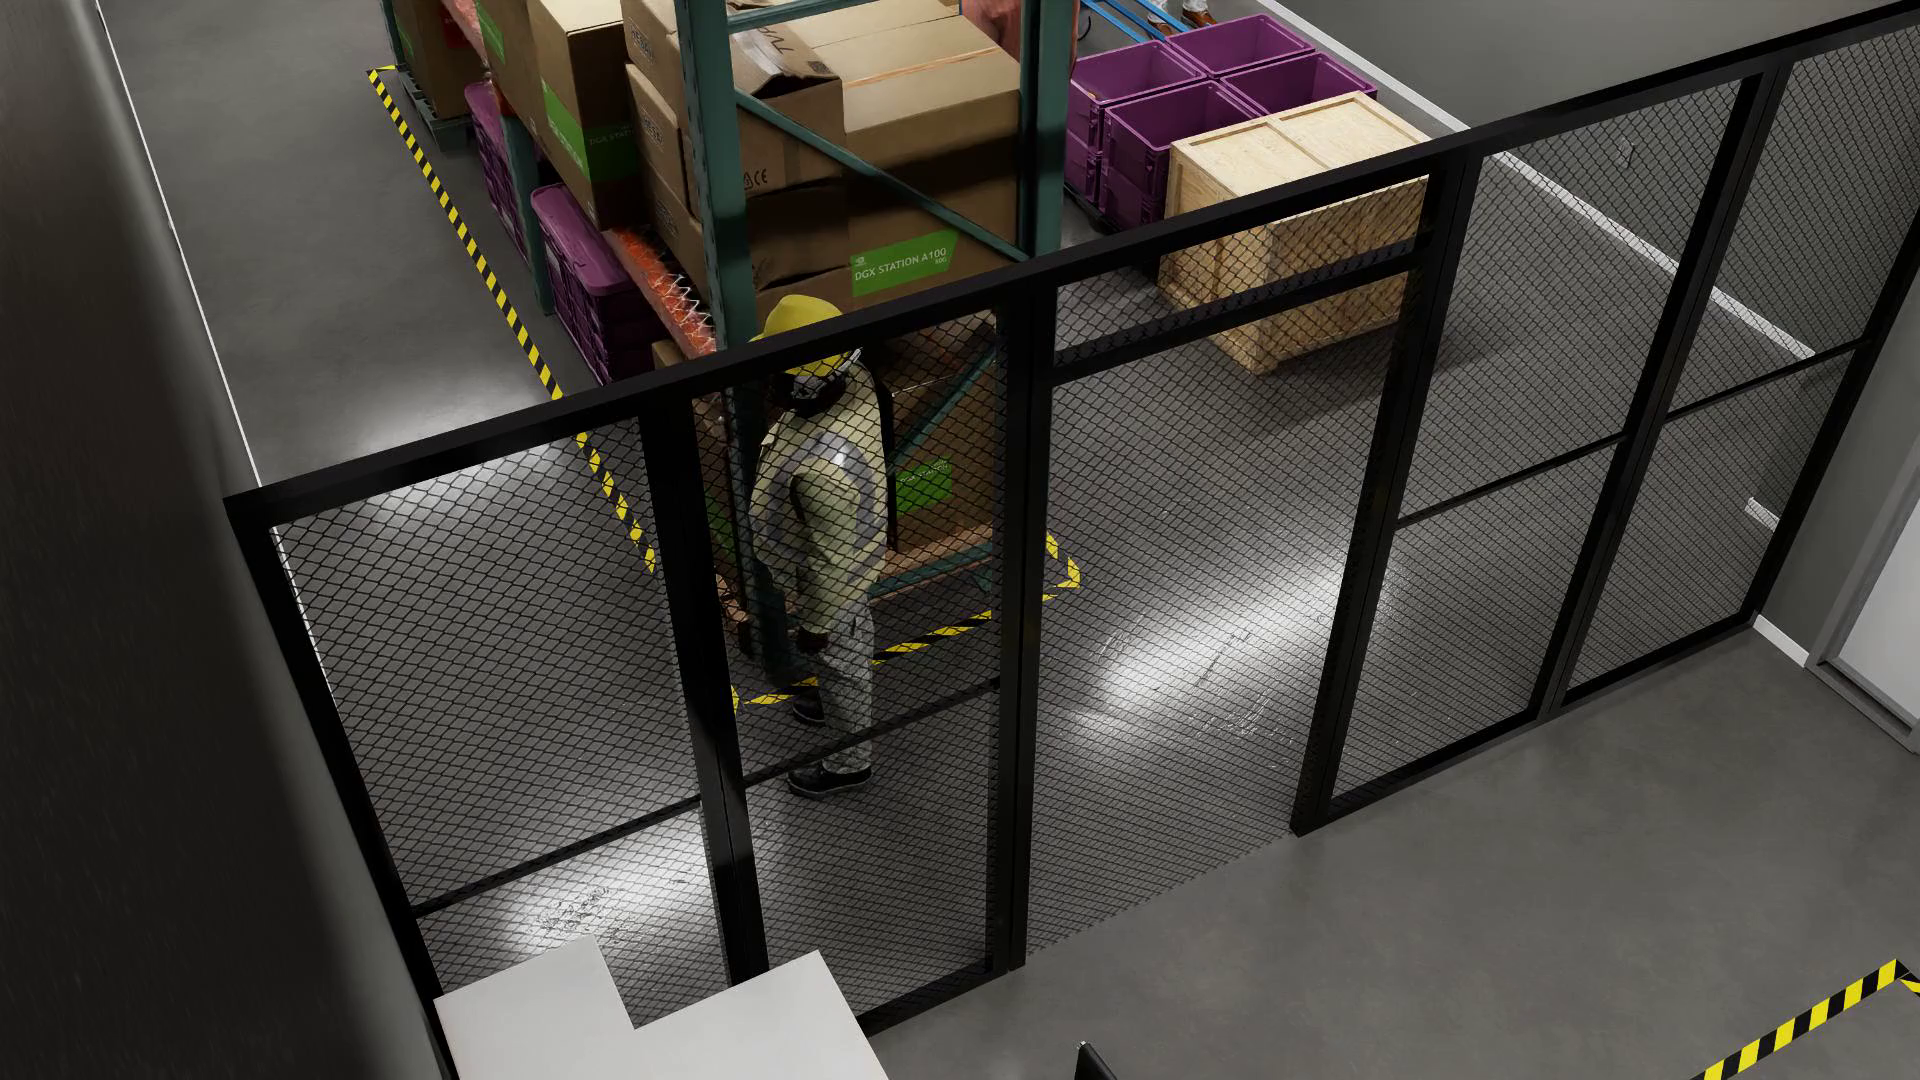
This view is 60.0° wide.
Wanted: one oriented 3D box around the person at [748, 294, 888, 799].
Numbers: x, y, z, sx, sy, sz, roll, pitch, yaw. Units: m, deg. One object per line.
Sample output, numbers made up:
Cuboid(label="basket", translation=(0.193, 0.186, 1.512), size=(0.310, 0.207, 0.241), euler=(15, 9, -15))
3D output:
Cuboid(label="person", translation=(-0.412, 0.045, 4.973), size=(0.404, 1.833, 0.590), euler=(1, 42, 1))

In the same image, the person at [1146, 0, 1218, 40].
Cuboid(label="person", translation=(1.289, -3.631, 8.918), size=(0.629, 1.940, 0.378), euler=(-20, 46, -20))

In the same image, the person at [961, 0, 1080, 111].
Cuboid(label="person", translation=(0.225, -1.813, 6.889), size=(0.617, 1.992, 0.384), euler=(-32, 51, -30))
